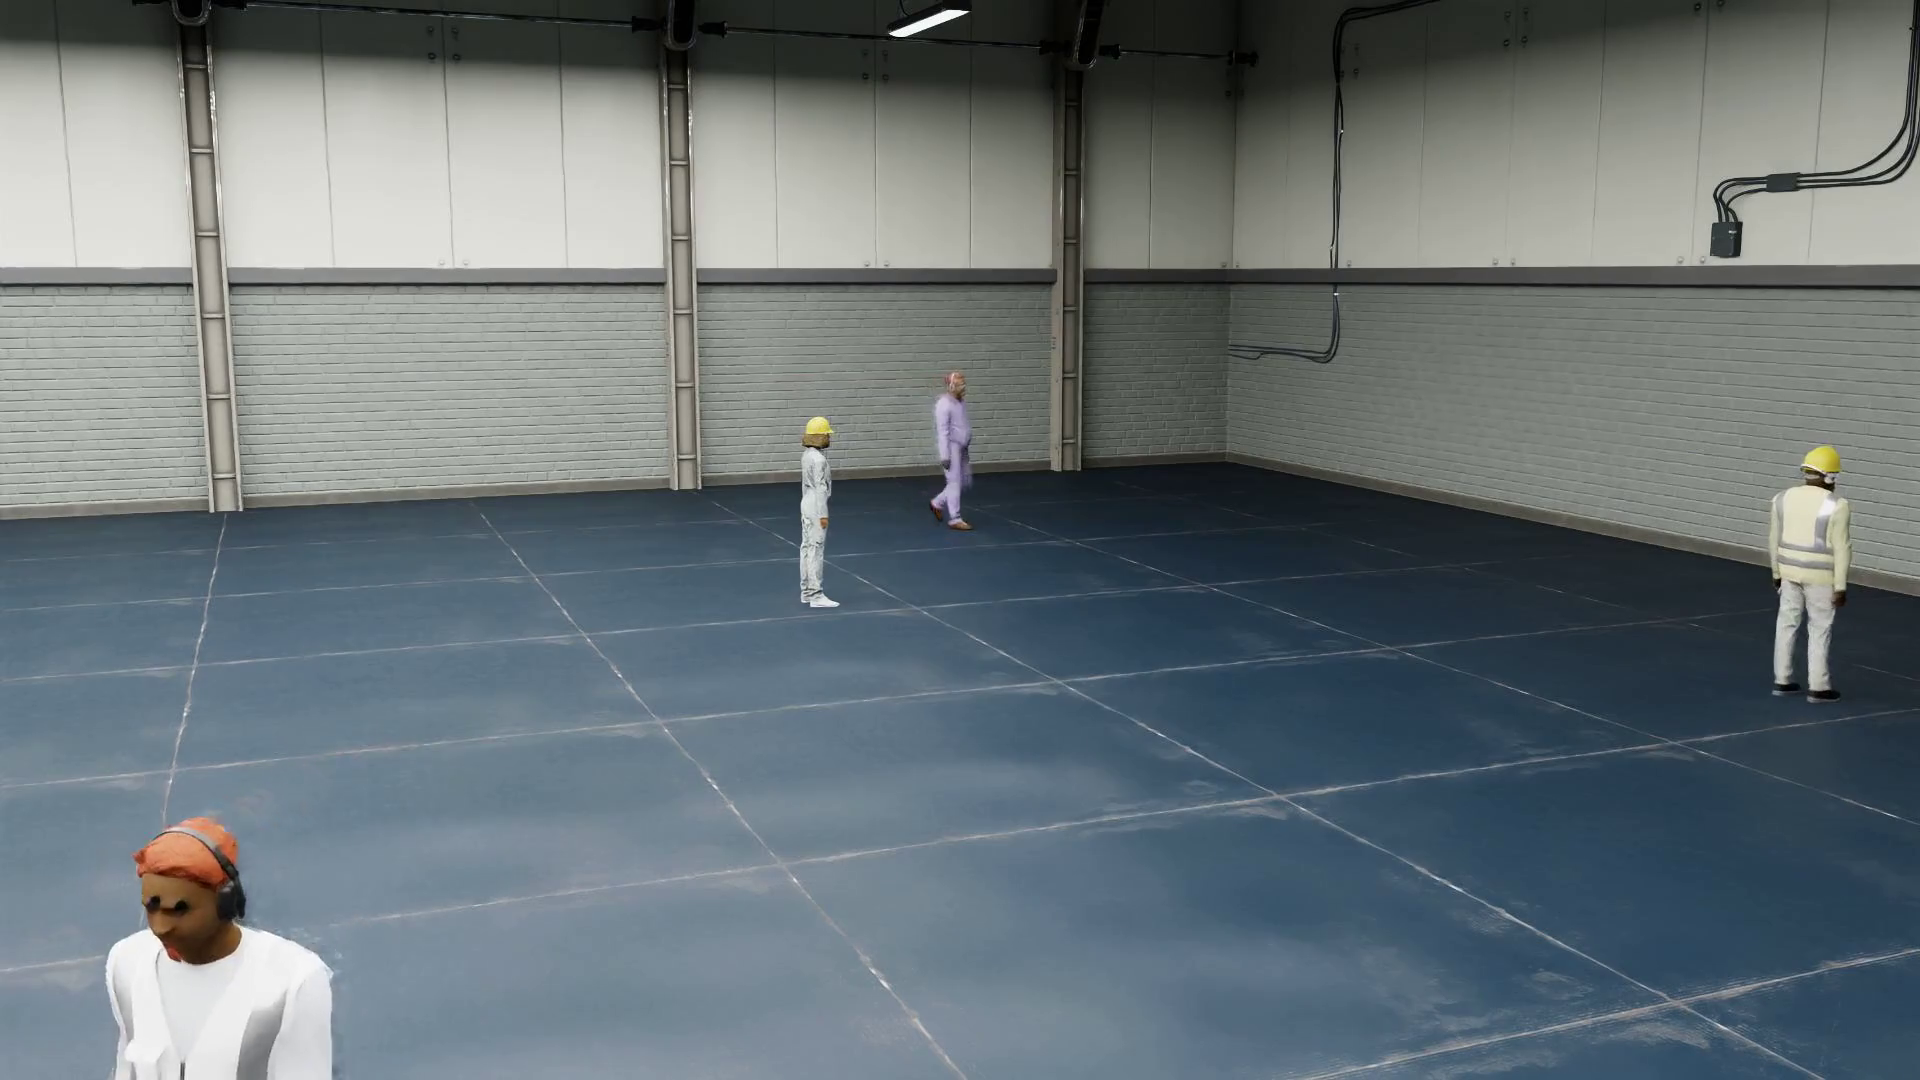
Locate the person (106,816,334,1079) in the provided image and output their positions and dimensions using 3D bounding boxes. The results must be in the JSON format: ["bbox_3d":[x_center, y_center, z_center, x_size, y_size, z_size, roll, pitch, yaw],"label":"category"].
[{"bbox_3d":[-1.697,1.508,3.920,0.586,1.836,1.017,1,9,8],"label":"person"}]

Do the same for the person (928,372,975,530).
[{"bbox_3d":[-0.097,-1.060,19.830,0.545,1.893,0.667,3,10,20],"label":"person"}]

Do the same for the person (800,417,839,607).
[{"bbox_3d":[-1.304,-0.260,15.281,0.309,1.744,0.485,-3,10,-20],"label":"person"}]

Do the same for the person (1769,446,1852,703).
[{"bbox_3d":[6.069,0.241,11.861,0.404,1.829,0.601,-5,10,-29],"label":"person"}]
